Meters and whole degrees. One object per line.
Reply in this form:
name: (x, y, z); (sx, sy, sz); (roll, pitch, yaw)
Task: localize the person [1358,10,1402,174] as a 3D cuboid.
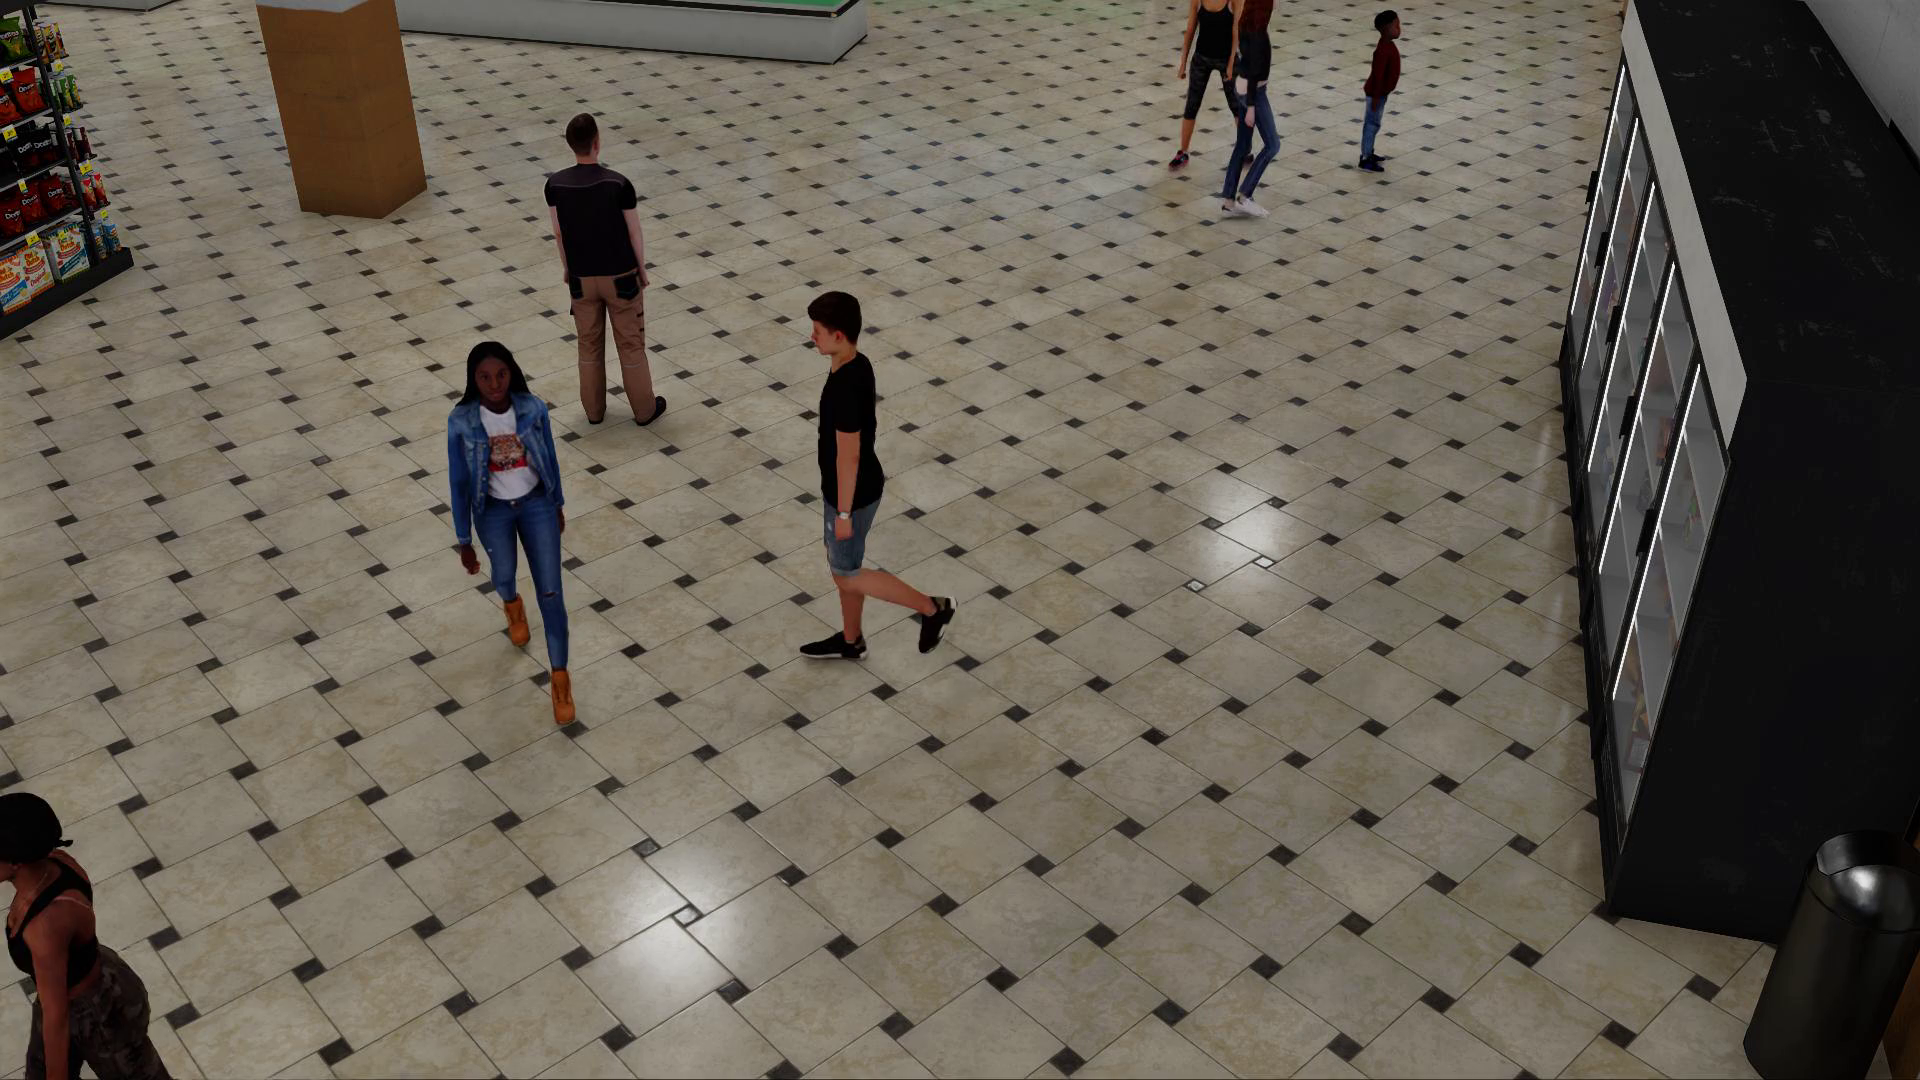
person: (3.353, -3.624, 13.398); (0.493, 1.253, 0.527); (10, 33, 16)

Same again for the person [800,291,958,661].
person: (-0.394, -0.222, 7.380); (1.069, 1.834, 0.882); (-4, 32, -7)

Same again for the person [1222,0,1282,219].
person: (2.063, -3.230, 12.266); (0.664, 1.780, 0.642); (2, 32, 4)

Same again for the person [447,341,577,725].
person: (-1.993, -0.111, 7.366); (1.217, 1.659, 1.167); (-11, 34, -18)

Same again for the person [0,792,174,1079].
person: (-2.463, 1.434, 4.952); (0.819, 1.588, 0.761); (-19, 37, -28)

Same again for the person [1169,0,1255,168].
person: (1.993, -3.801, 13.262); (0.639, 1.697, 0.874); (9, 33, 14)

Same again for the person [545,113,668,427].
person: (-2.037, -1.518, 9.455); (0.574, 1.842, 0.773); (3, 32, 5)
